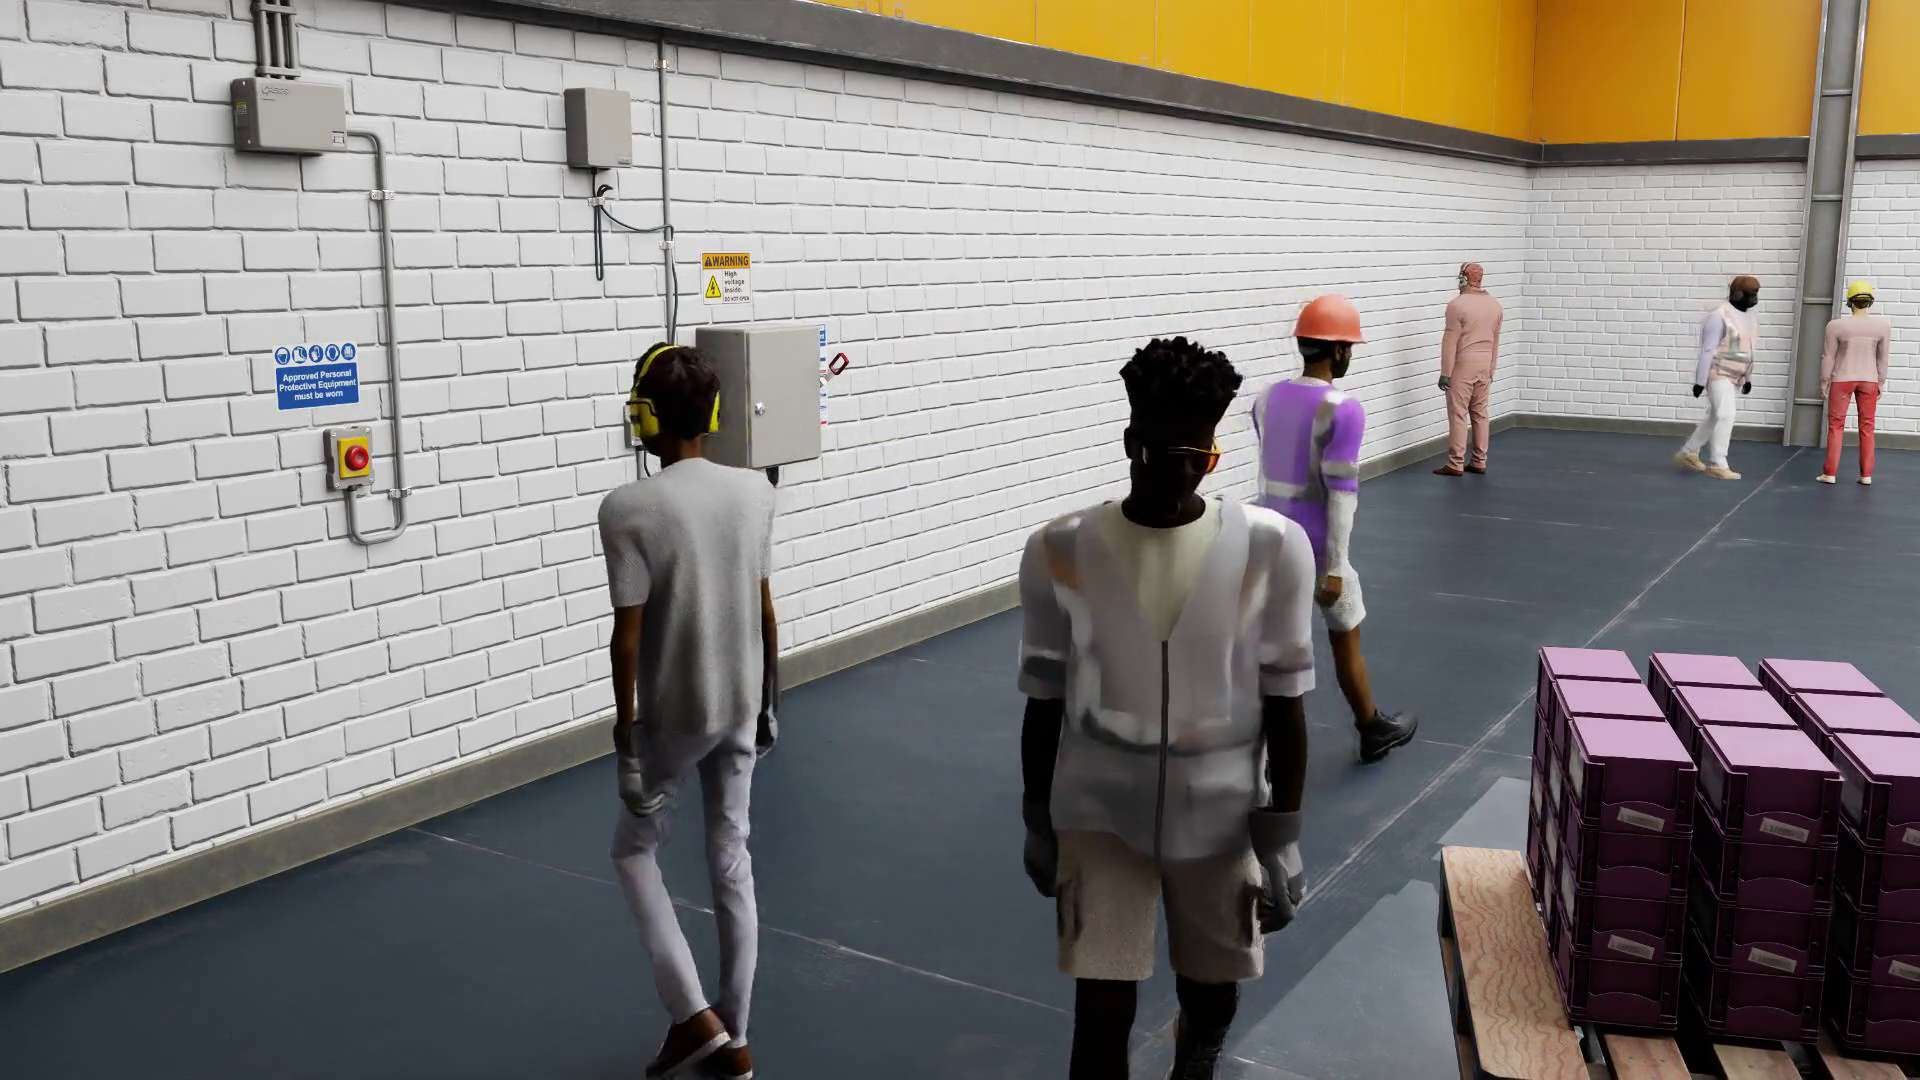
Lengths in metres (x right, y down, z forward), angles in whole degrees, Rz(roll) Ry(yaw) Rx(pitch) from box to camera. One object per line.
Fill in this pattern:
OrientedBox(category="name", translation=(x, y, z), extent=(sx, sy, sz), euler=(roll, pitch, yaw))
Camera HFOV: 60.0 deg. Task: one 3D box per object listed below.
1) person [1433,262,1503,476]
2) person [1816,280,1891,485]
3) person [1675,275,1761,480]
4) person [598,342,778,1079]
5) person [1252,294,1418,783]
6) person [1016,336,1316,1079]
OrientedBox(category="person", translation=(4.537, -1.523, 14.907), extent=(0.642, 1.903, 0.402), euler=(-6, 12, -31))
OrientedBox(category="person", translation=(7.698, -1.350, 14.345), extent=(0.522, 1.758, 0.349), euler=(2, 11, 13))
OrientedBox(category="person", translation=(6.722, -1.458, 14.839), extent=(0.654, 1.802, 0.755), euler=(-7, 12, -34))
OrientedBox(category="person", translation=(-0.654, 0.444, 4.129), extent=(0.531, 1.856, 0.398), euler=(-8, 13, -36))
OrientedBox(category="person", translation=(1.400, -0.002, 6.484), extent=(0.980, 1.883, 0.571), euler=(-8, 13, -37))
OrientedBox(category="person", translation=(0.417, 0.533, 3.449), extent=(0.604, 1.931, 0.831), euler=(1, 10, 6))
